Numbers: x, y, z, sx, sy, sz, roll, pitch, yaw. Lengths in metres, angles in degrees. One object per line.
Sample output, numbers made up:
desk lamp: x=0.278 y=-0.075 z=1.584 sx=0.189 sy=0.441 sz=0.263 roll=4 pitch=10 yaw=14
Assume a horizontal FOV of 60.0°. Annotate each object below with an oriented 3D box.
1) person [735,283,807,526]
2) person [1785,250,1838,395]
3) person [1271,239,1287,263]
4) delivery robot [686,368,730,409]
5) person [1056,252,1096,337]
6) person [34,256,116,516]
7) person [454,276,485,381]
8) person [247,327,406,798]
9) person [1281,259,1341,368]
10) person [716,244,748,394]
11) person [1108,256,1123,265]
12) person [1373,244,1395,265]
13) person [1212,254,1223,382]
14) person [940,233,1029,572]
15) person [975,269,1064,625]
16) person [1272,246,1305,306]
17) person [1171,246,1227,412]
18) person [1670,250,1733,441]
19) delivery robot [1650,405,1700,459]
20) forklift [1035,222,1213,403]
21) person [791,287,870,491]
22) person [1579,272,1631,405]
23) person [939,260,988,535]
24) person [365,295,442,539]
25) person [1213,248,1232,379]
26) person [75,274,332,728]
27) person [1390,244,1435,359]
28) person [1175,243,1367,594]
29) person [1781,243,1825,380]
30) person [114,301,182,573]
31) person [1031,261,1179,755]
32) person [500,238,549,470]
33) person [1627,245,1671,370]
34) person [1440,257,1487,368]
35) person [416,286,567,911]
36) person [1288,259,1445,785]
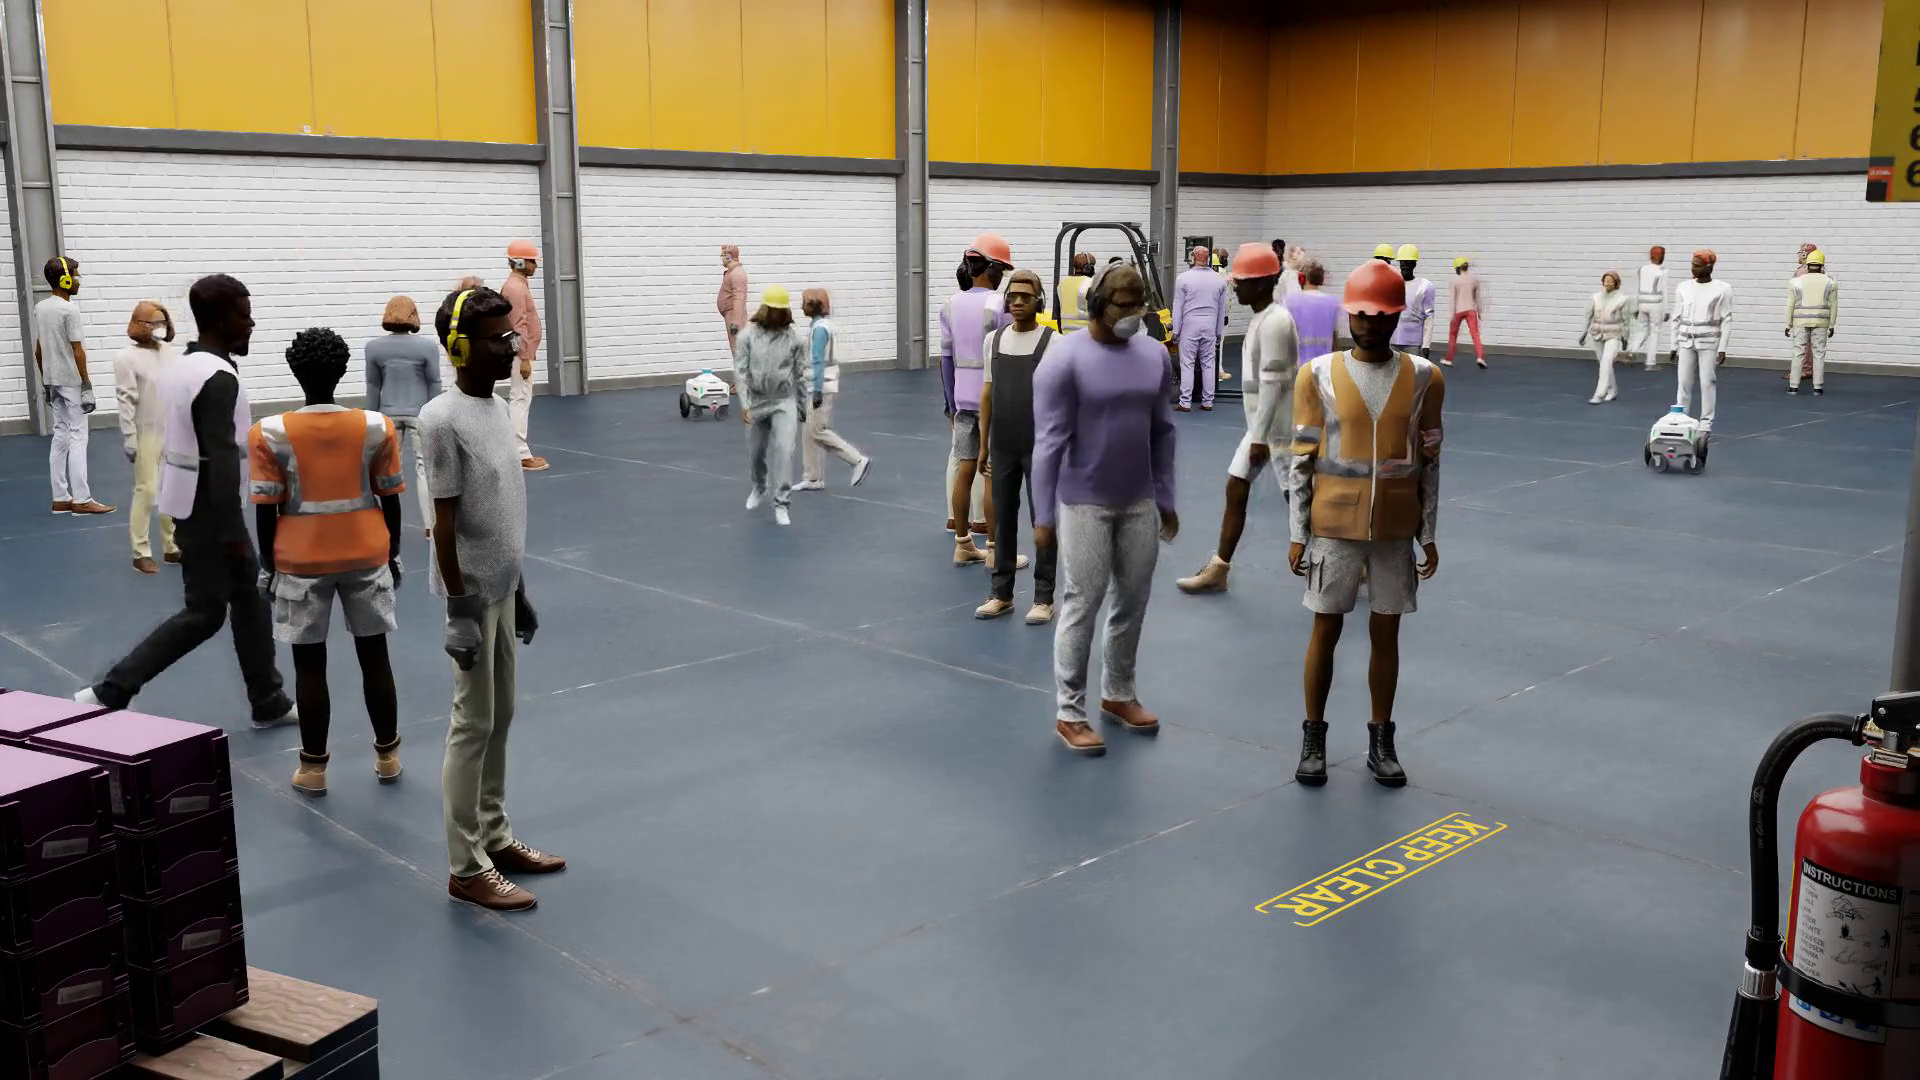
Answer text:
person: x=-1.338 y=-0.989 z=11.865 sx=0.497 sy=1.698 sz=0.750 roll=-1 pitch=10 yaw=-5
person: x=10.792 y=-2.750 z=21.104 sx=0.587 sy=1.834 sz=0.403 roll=5 pitch=11 yaw=24
person: x=5.036 y=-3.789 z=26.409 sx=0.607 sy=1.966 sz=0.367 roll=4 pitch=11 yaw=19
delivery robot: x=-2.786 y=-1.653 z=18.354 sx=0.477 sy=0.478 sz=0.707 roll=-4 pitch=11 yaw=-22
person: x=1.311 y=-2.152 z=17.825 sx=0.429 sy=1.841 sz=0.633 roll=-8 pitch=13 yaw=-37
person: x=-6.467 y=-1.109 z=12.064 sx=0.535 sy=1.868 sz=0.309 roll=6 pitch=12 yaw=30
person: x=-4.934 y=-1.829 z=16.670 sx=0.415 sy=1.620 sz=0.524 roll=-10 pitch=15 yaw=-44
person: x=-2.277 y=0.083 z=6.031 sx=0.541 sy=1.695 sz=0.315 roll=-6 pitch=12 yaw=-31
person: x=2.941 y=-1.437 z=13.962 sx=0.586 sy=1.827 sz=0.530 roll=-4 pitch=11 yaw=-22
person: x=-2.907 y=-2.815 z=21.270 sx=0.402 sy=1.904 sz=0.652 roll=-1 pitch=10 yaw=-8
person: x=2.392 y=-3.546 z=25.820 sx=0.317 sy=1.695 sz=0.540 roll=-5 pitch=12 yaw=-26
person: x=4.934 y=-2.510 z=19.561 sx=0.392 sy=1.923 sz=0.590 roll=-7 pitch=13 yaw=-35
person: x=3.461 y=-3.077 z=23.073 sx=0.310 sy=1.769 sz=0.523 roll=-3 pitch=11 yaw=-13
person: x=0.161 y=-0.826 z=10.065 sx=0.605 sy=2.036 sz=0.389 roll=10 pitch=14 yaw=44
person: x=0.320 y=-0.481 z=8.700 sx=0.513 sy=1.846 sz=0.340 roll=6 pitch=12 yaw=28
person: x=4.515 y=-3.089 z=22.880 sx=0.741 sy=1.879 sz=0.404 roll=-8 pitch=13 yaw=-36
person: x=2.735 y=-2.423 z=19.161 sx=0.647 sy=1.900 sz=0.403 roll=-3 pitch=11 yaw=-17
person: x=7.251 y=-1.897 z=16.324 sx=0.354 sy=1.881 sz=0.576 roll=-8 pitch=13 yaw=-38
delivery robot: x=6.173 y=-0.918 z=14.348 sx=0.477 sy=0.478 sz=0.707 roll=5 pitch=12 yaw=27
forklift: x=1.935 y=-2.847 z=20.651 sx=2.313 sy=2.155 sz=1.214 roll=2 pitch=11 yaw=13
person: x=-1.051 y=-1.178 z=13.099 sx=0.553 sy=1.622 sz=0.523 roll=-2 pitch=11 yaw=-9
person: x=7.841 y=-2.451 z=20.140 sx=0.872 sy=1.592 sz=0.519 roll=-9 pitch=14 yaw=-40
person: x=0.084 y=-0.967 z=11.283 sx=0.518 sy=1.873 sz=0.328 roll=10 pitch=14 yaw=43
person: x=-3.693 y=-0.810 z=11.084 sx=0.511 sy=1.627 sz=0.277 roll=0 pitch=10 yaw=-1
person: x=3.636 y=-3.206 z=23.587 sx=0.429 sy=1.836 sz=0.630 roll=-4 pitch=11 yaw=-22
person: x=-3.035 y=-0.103 z=6.573 sx=0.875 sy=1.886 sz=0.600 roll=-6 pitch=12 yaw=-31
person: x=4.524 y=-2.038 z=16.956 sx=0.594 sy=1.930 sz=0.354 roll=8 pitch=13 yaw=38
person: x=1.801 y=-0.649 z=9.259 sx=1.073 sy=1.989 sz=0.608 roll=0 pitch=10 yaw=-2
person: x=11.873 y=-3.213 z=23.432 sx=0.642 sy=1.909 sz=0.399 roll=-9 pitch=14 yaw=-41
person: x=-4.859 y=-0.619 z=10.070 sx=0.320 sy=1.632 sz=0.518 roll=3 pitch=11 yaw=18
person: x=0.546 y=-0.131 z=6.583 sx=0.661 sy=1.921 sz=0.445 roll=-7 pitch=12 yaw=-32
person: x=-3.780 y=-1.602 z=14.414 sx=0.401 sy=1.989 sz=0.623 roll=-4 pitch=11 yaw=-19
person: x=10.336 y=-3.462 z=24.886 sx=0.454 sy=1.869 sz=0.591 roll=-6 pitch=12 yaw=-29
person: x=7.788 y=-3.496 z=25.553 sx=0.565 sy=1.694 sz=0.978 roll=-1 pitch=10 yaw=-7
person: x=-1.428 y=0.175 z=5.053 sx=0.328 sy=1.872 sz=0.508 roll=1 pitch=10 yaw=5
person: x=1.483 y=-0.048 z=6.091 sx=0.553 sy=1.934 sz=0.364 roll=1 pitch=10 yaw=4
